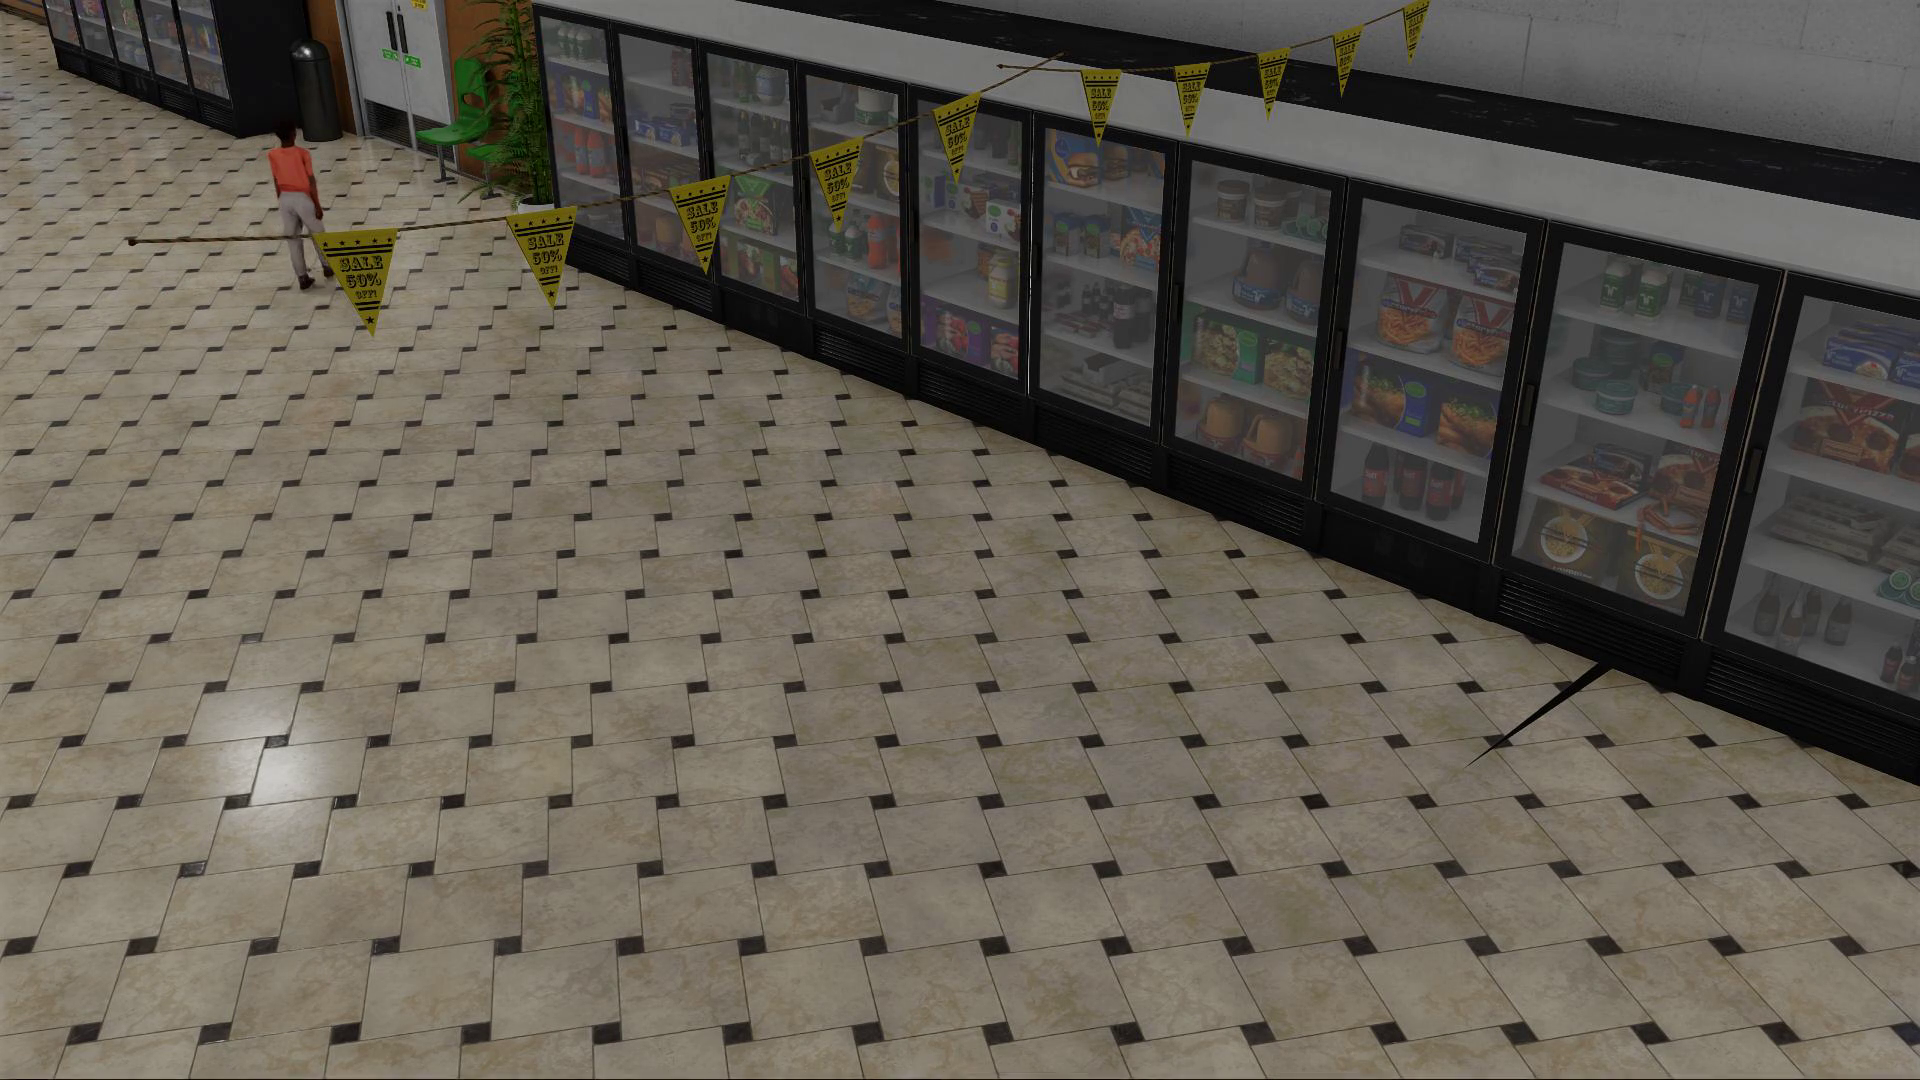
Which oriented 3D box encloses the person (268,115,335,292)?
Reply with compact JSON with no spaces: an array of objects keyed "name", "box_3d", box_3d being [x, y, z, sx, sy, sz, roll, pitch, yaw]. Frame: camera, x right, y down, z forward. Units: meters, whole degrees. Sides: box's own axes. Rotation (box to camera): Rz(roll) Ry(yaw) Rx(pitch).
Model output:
[{"name":"person","box_3d":[-4.971,-2.500,12.436,0.774,1.293,0.835,0,27,0]}]
